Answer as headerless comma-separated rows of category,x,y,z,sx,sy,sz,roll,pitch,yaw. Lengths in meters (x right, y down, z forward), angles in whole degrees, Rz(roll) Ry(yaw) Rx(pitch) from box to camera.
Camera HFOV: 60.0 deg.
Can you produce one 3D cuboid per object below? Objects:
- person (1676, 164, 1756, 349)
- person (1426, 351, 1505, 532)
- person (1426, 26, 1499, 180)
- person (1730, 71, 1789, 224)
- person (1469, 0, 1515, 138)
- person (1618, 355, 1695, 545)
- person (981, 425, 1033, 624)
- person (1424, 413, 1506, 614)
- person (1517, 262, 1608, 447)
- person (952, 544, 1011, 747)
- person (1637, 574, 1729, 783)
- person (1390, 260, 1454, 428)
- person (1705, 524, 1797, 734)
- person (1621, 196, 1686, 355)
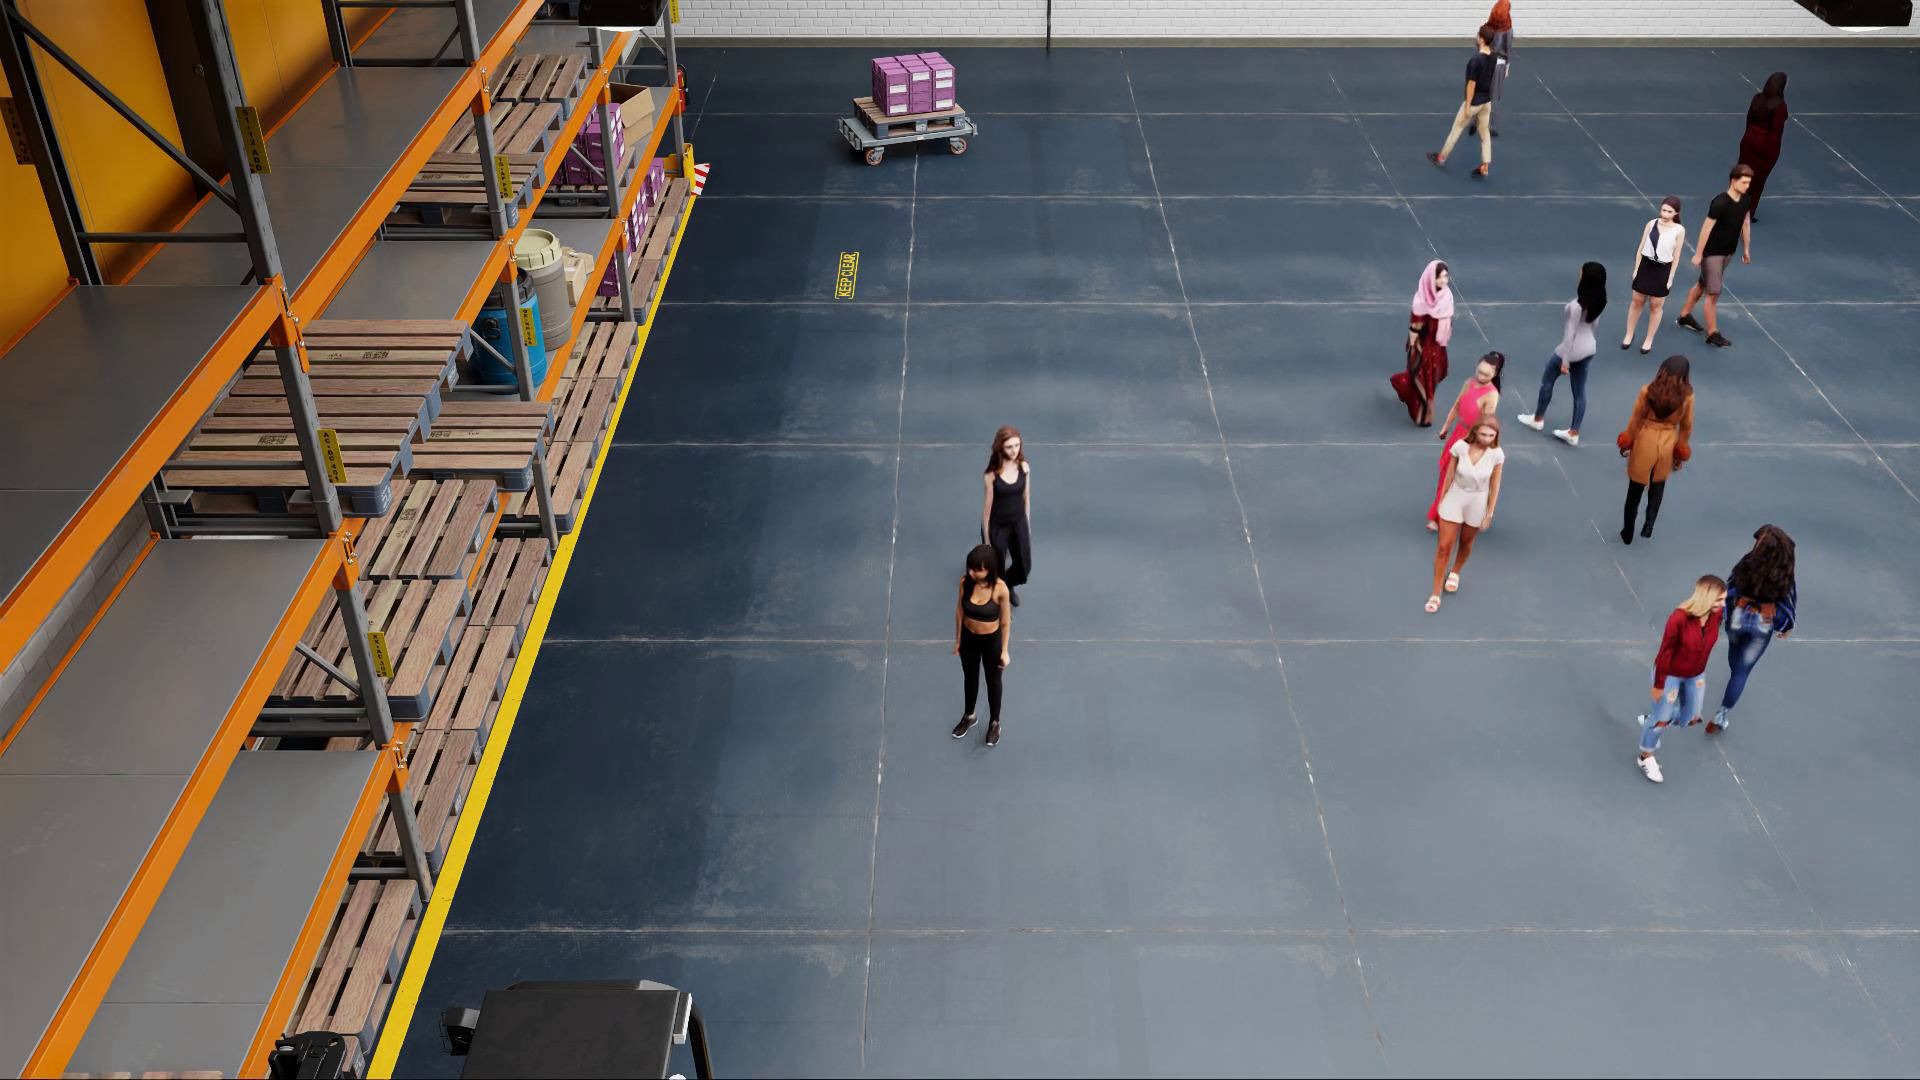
person,7.594,-2.948,16.824,0.969,1.832,1.137,-18,37,-24
person,4.228,-0.782,13.682,0.800,1.702,0.818,-4,34,-7
person,6.417,-5.330,20.418,1.019,1.819,1.198,-19,38,-26
person,9.297,-4.579,19.346,0.799,1.757,0.662,-12,35,-17
person,6.936,-6.148,21.683,0.656,1.782,0.683,22,39,30
person,5.639,-0.675,13.514,0.798,1.710,0.782,8,34,12
person,0.291,-0.149,12.699,0.734,1.737,0.806,-15,36,-21
person,3.977,-0.303,12.991,0.801,1.669,1.015,13,36,18
person,5.618,-1.632,14.947,0.865,1.718,0.970,-19,38,-27
person,0.164,0.695,11.516,0.631,1.641,0.626,14,36,20
person,4.817,0.872,11.268,0.724,1.620,0.790,-10,35,-14
person,4.267,-1.850,15.360,0.865,1.623,0.949,-20,39,-27
person,5.491,0.657,11.636,1.055,1.570,1.159,25,41,33
person,6.902,-2.639,16.524,0.634,1.649,0.672,22,40,30
